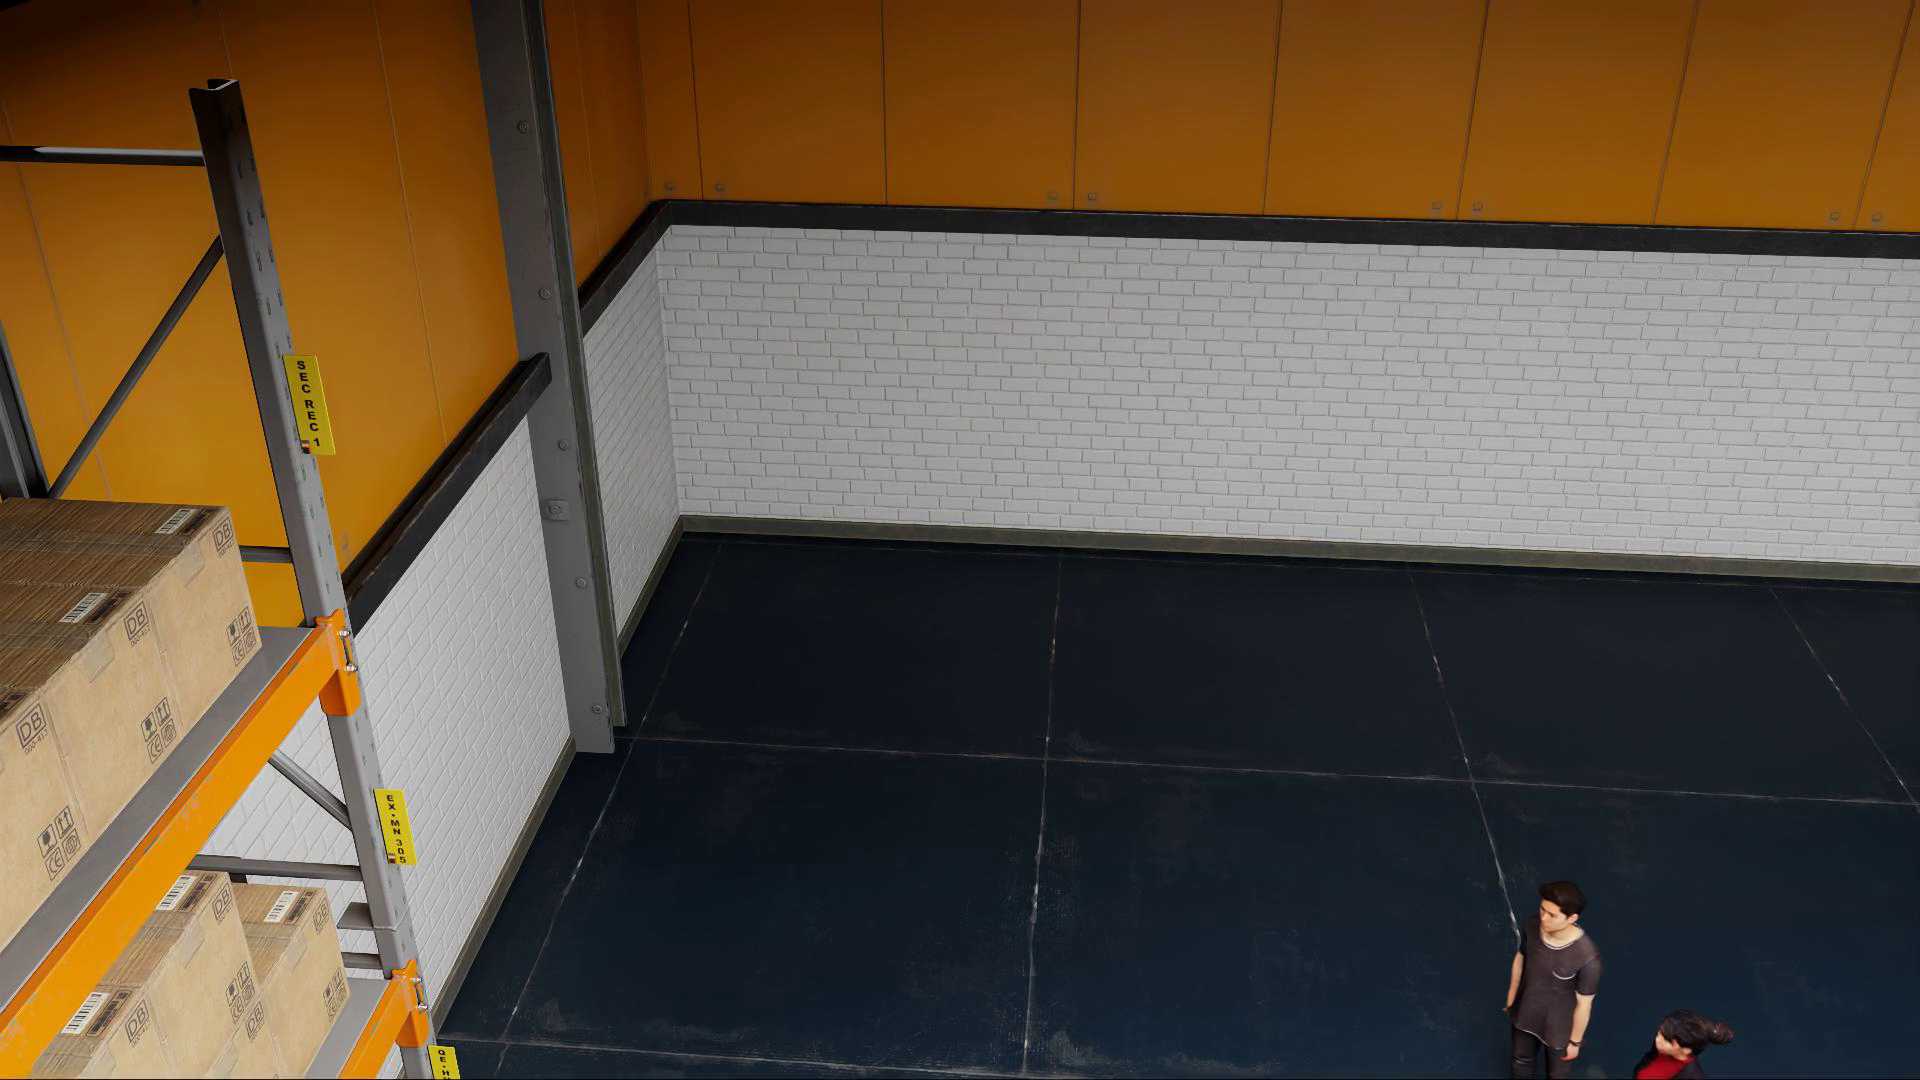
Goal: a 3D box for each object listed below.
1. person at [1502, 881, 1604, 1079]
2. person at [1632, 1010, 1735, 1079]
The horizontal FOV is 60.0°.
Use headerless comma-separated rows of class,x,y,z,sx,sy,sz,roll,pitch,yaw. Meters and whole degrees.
person,3.048,2.428,8.567,0.774,1.706,0.696,-18,34,-30
person,3.278,2.852,7.859,0.693,1.640,0.607,-4,29,-7
